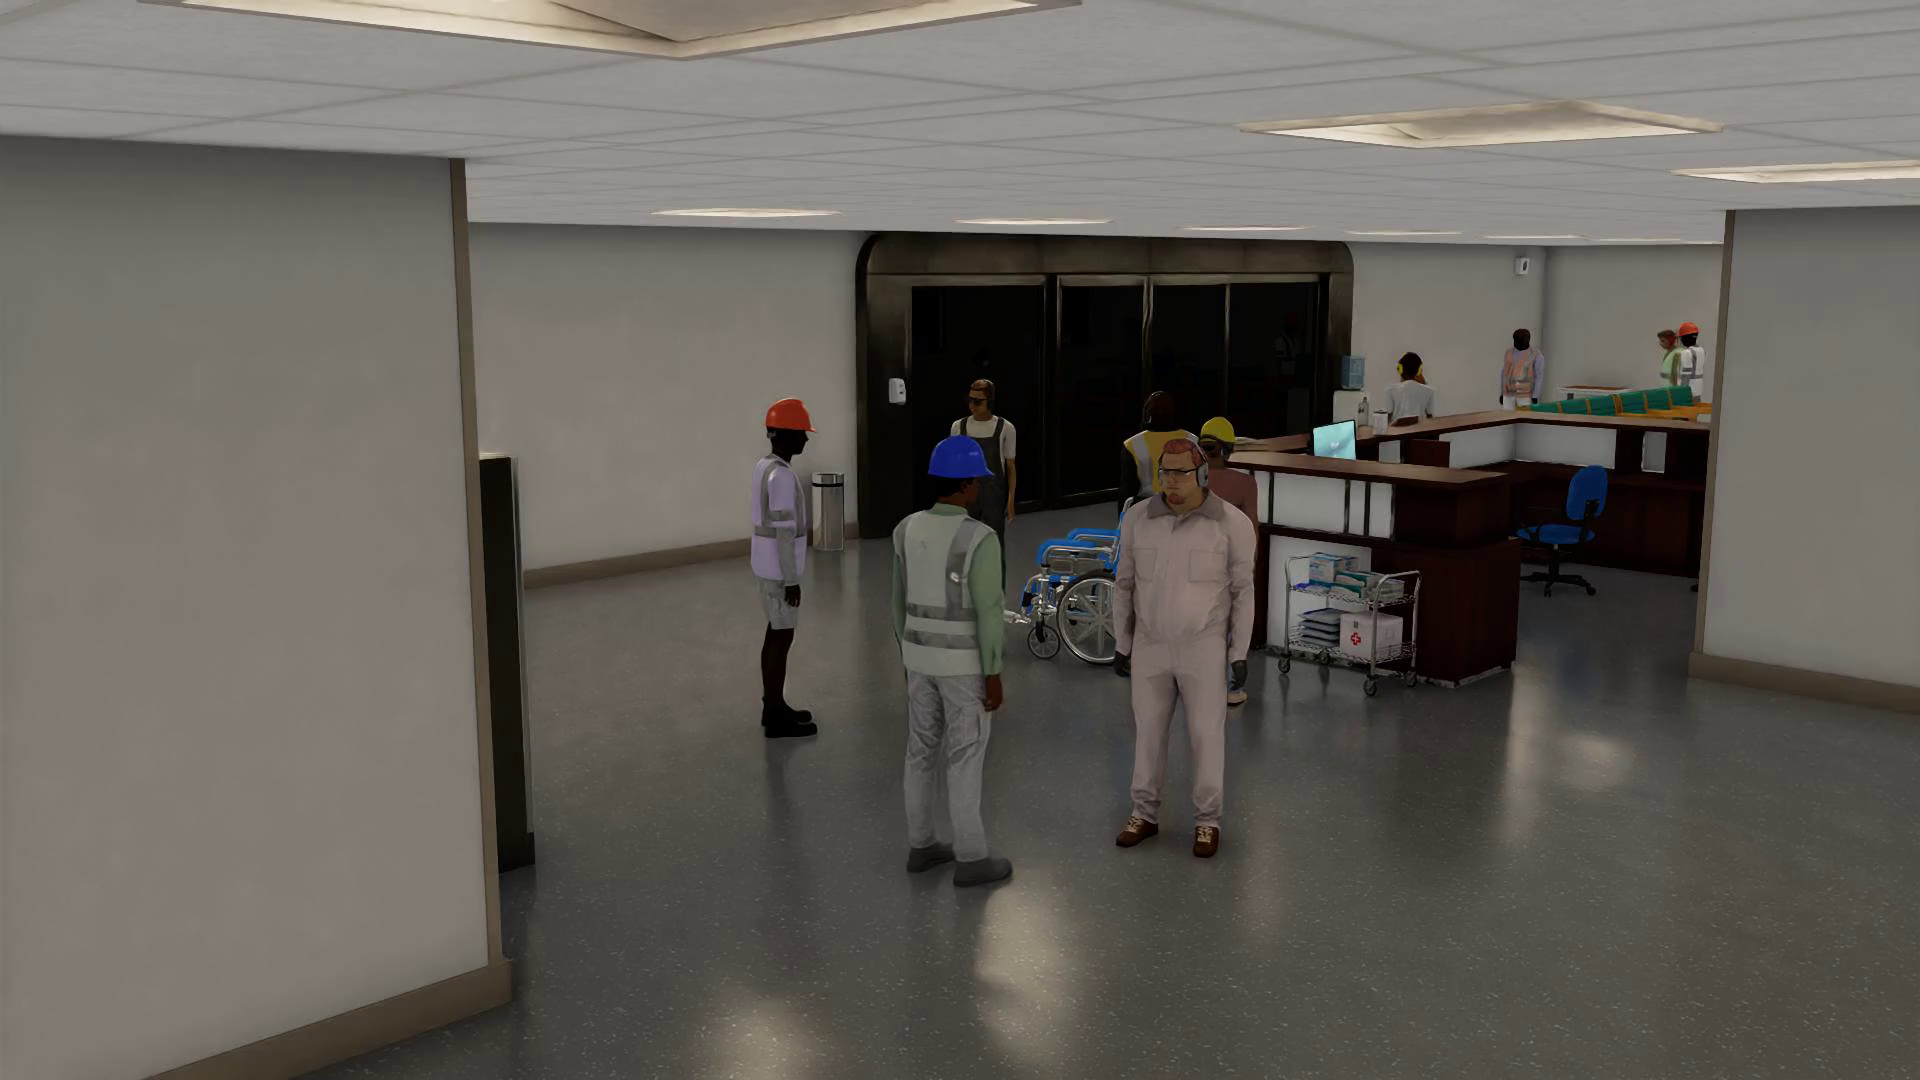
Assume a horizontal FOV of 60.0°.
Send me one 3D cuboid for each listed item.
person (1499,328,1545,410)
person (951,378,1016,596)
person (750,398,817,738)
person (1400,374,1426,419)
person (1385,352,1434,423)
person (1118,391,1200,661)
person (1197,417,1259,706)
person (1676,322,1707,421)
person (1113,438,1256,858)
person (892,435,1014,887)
[{"bbox_3d":[7.742,-2.007,23.046,0.430,1.838,0.619,-7,12,-38],"label":"person"},{"bbox_3d":[0.168,-0.294,12.505,0.508,1.842,0.332,2,10,14],"label":"person"},{"bbox_3d":[-0.994,0.157,9.492,0.390,1.929,0.545,-3,10,-15],"label":"person"},{"bbox_3d":[4.790,-1.032,17.723,0.346,1.625,0.530,8,12,42],"label":"person"},{"bbox_3d":[4.355,-0.892,16.150,0.526,1.854,0.363,-1,9,-9],"label":"person"},{"bbox_3d":[1.334,-0.079,11.207,0.619,1.845,0.430,-3,10,-18],"label":"person"},{"bbox_3d":[1.547,0.133,10.141,0.533,1.765,0.322,2,9,11],"label":"person"},{"bbox_3d":[9.975,-2.017,22.823,0.542,1.928,0.375,-9,13,-43],"label":"person"},{"bbox_3d":[0.993,0.485,7.543,0.652,1.906,0.402,4,10,23],"label":"person"},{"bbox_3d":[-0.035,0.517,7.217,0.606,1.947,0.406,9,13,44],"label":"person"}]
